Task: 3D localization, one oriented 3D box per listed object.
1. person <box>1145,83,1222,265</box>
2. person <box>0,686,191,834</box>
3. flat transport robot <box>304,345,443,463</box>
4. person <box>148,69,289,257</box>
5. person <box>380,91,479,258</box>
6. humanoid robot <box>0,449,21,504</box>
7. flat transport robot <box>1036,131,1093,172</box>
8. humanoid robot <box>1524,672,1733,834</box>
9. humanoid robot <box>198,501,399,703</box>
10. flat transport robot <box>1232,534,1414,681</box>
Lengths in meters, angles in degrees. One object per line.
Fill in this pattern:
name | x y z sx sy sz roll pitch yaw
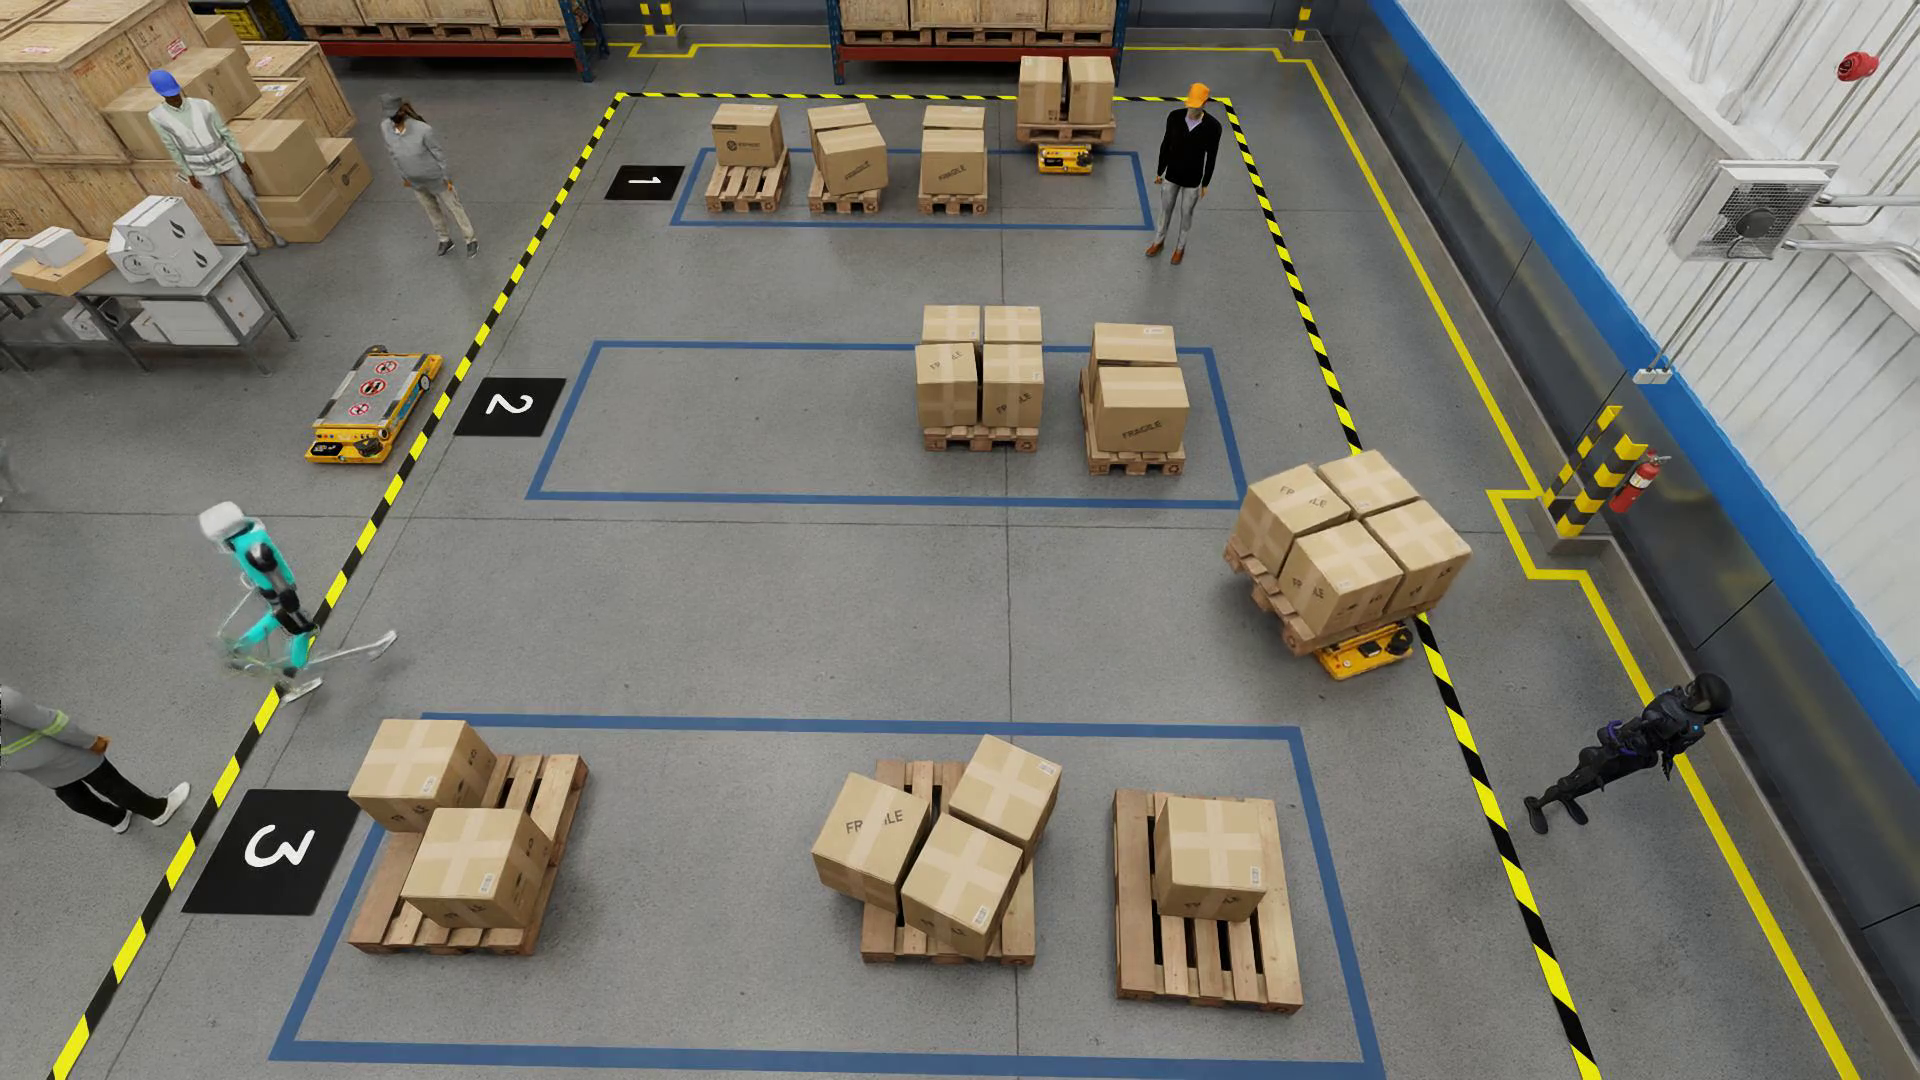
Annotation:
person | 2.306 -3.766 9.496 0.590 1.882 0.378 25 54 20
person | -5.339 1.198 5.329 0.589 1.864 0.425 -5 50 -4
flat transport robot | -5.383 -1.269 8.441 0.659 0.231 1.431 1 50 1
person | -7.799 -3.926 9.598 0.606 1.939 0.411 -31 56 -24
person | -5.586 -3.819 9.615 0.561 1.768 0.397 4 50 3
humanoid robot | -8.076 -0.892 7.146 0.694 1.779 0.536 -14 51 -12
flat transport robot | 1.310 -5.138 11.696 0.652 0.197 1.431 1 50 1
humanoid robot | 3.925 1.262 5.369 0.599 1.653 0.315 -7 50 -6
humanoid robot | -4.518 0.500 5.980 0.543 1.731 1.033 37 59 27
flat transport robot | 2.761 0.370 7.036 0.652 0.197 1.431 -16 52 -13
